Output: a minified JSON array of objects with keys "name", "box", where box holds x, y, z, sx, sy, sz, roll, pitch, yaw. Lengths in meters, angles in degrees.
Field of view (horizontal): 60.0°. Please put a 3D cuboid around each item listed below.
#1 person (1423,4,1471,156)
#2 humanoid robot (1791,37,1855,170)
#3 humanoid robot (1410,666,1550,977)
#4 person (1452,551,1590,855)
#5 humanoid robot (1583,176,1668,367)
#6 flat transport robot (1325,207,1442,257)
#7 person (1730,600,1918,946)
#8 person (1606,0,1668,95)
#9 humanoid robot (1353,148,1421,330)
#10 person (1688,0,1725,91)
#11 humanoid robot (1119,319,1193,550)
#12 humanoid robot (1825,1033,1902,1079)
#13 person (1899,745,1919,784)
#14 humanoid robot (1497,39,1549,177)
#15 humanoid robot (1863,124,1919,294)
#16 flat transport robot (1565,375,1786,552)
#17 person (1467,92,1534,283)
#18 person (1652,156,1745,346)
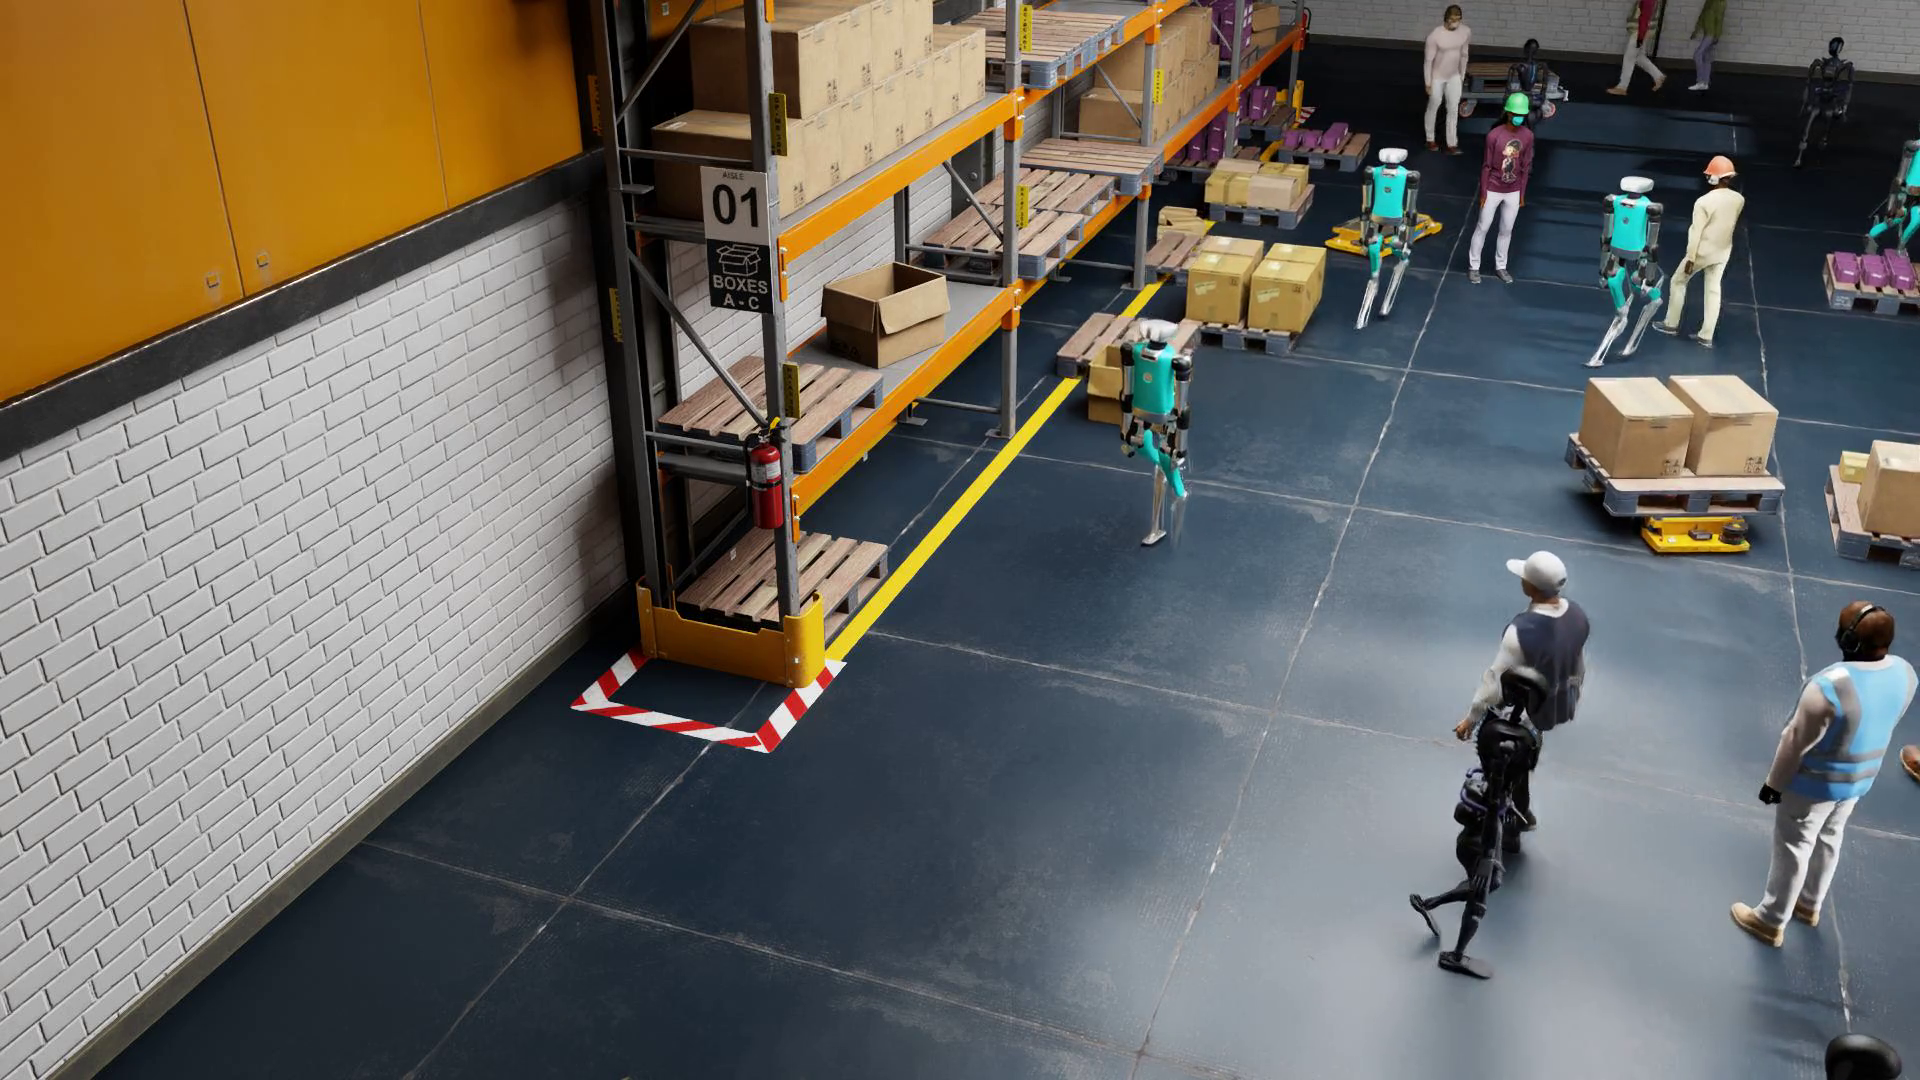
[{"name":"person","box":[6.279,-5.907,21.426,0.656,1.898,0.898,-4,28,-8]},{"name":"humanoid robot","box":[10.821,-5.435,20.797,0.589,1.627,0.763,18,33,32]},{"name":"humanoid robot","box":[2.382,1.283,7.712,0.472,1.644,0.586,12,29,21]},{"name":"person","box":[2.893,0.844,8.495,0.791,1.743,0.476,-21,34,-35]},{"name":"humanoid robot","box":[5.998,-2.384,14.789,0.882,1.776,0.546,-22,34,-36]},{"name":"flat transport robot","box":[4.689,-3.407,18.360,0.659,0.231,1.431,22,35,36]},{"name":"person","box":[4.091,1.112,7.883,0.627,1.841,0.429,-12,30,-22]},{"name":"person","box":[10.149,-7.489,24.597,0.743,1.817,0.631,13,30,23]},{"name":"humanoid robot","box":[4.062,-2.862,15.726,0.540,1.777,0.909,13,30,23]},{"name":"person","box":[11.167,-7.557,24.924,0.477,1.615,0.536,2,27,3]},{"name":"humanoid robot","box":[1.447,-0.699,11.601,0.537,1.870,0.728,19,33,32]},{"name":"humanoid robot","box":[2.923,2.330,5.697,0.453,1.643,0.589,8,28,15]},{"name":"person","box":[5.486,0.630,8.697,0.648,1.933,0.979,-1,27,-2]},{"name":"humanoid robot","box":[6.971,-5.348,20.584,0.589,1.650,0.331,-5,28,-10]},{"name":"humanoid robot","box":[9.429,-3.363,16.691,0.530,1.782,0.787,-1,27,-1]},{"name":"flat transport robot","box":[5.229,-0.303,12.337,0.659,0.231,1.431,-1,27,-1]},{"name":"person","box":[5.492,-3.556,16.832,0.487,1.942,0.436,-2,27,-4]},{"name":"person","box":[6.842,-2.692,15.377,0.594,1.722,0.724,-10,29,-19]}]
